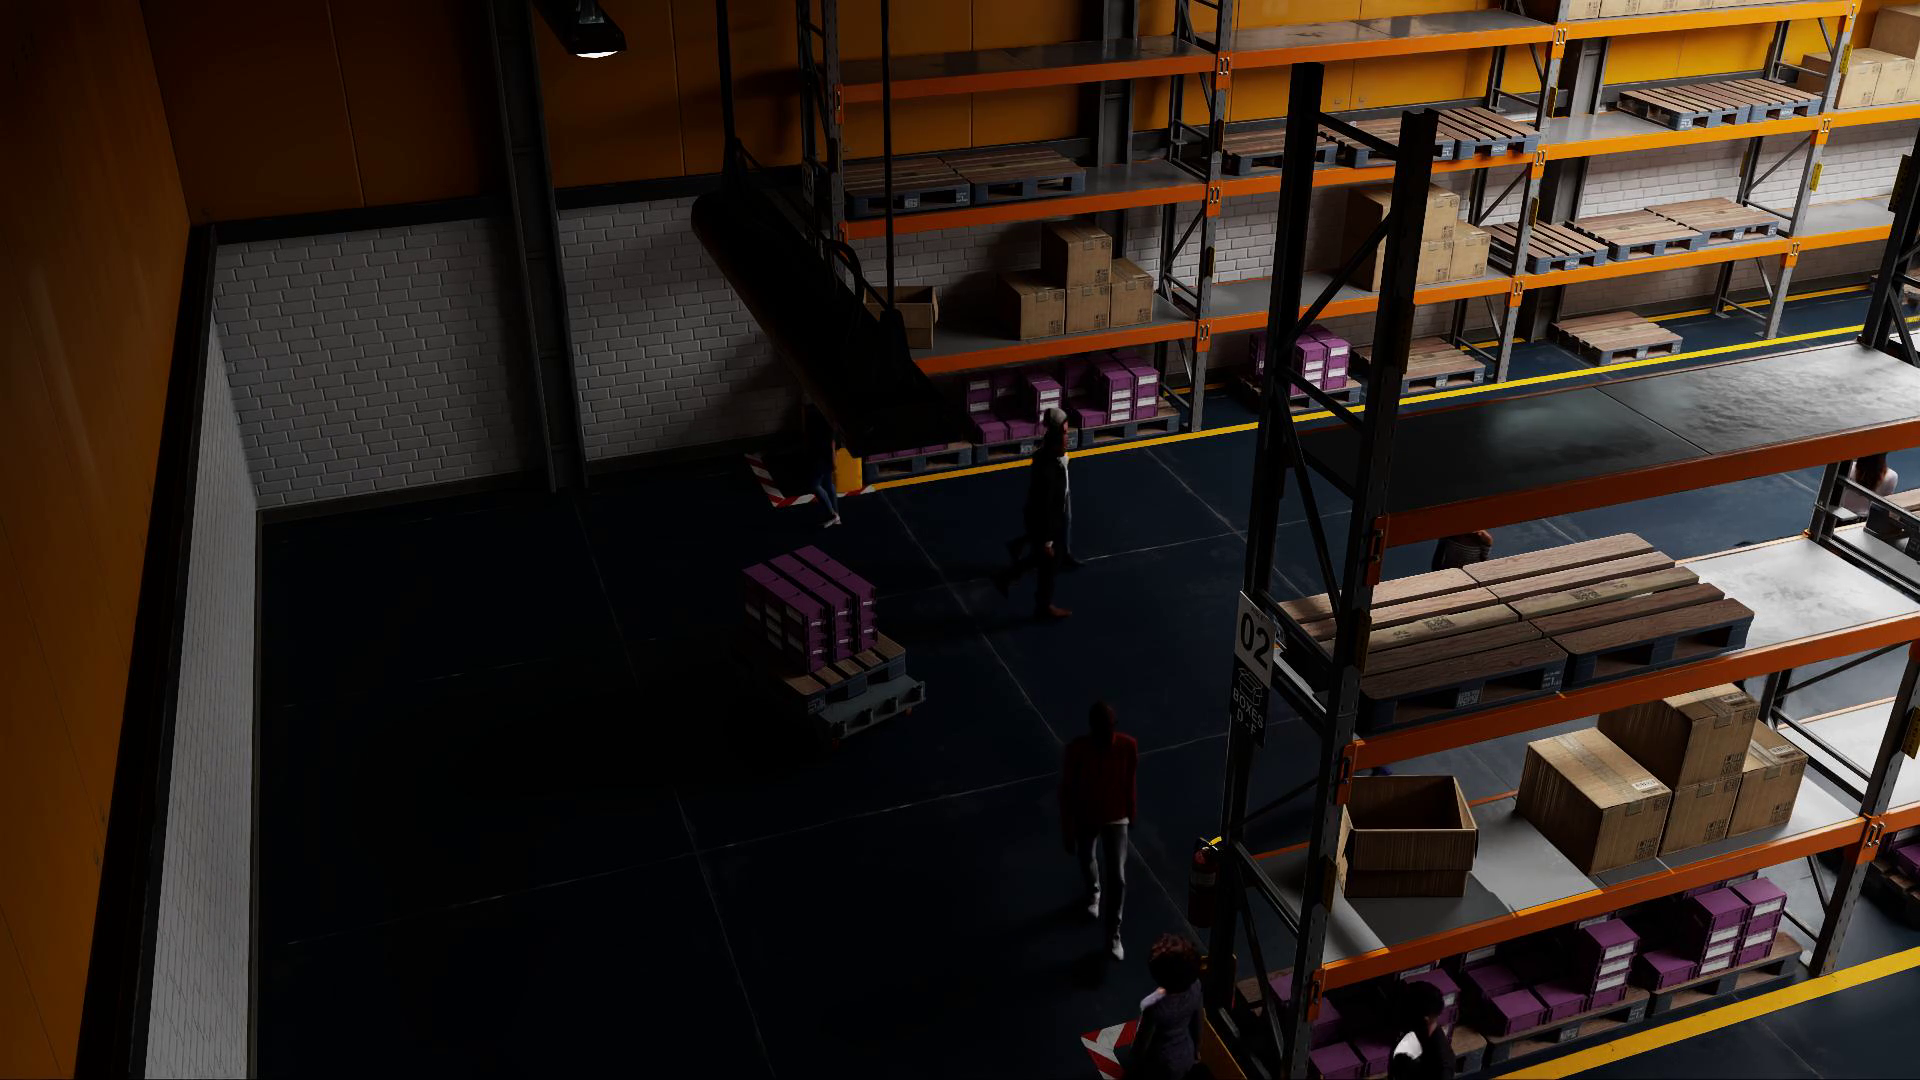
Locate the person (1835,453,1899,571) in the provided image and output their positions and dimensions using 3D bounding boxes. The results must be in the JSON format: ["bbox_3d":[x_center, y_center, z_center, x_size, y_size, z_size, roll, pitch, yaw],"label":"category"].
[{"bbox_3d":[7.878,-0.177,14.717,0.771,1.679,0.851,10,30,17],"label":"person"}]

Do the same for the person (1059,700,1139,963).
[{"bbox_3d":[0.906,1.765,11.036,1.097,1.794,1.004,2,29,4],"label":"person"}]

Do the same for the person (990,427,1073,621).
[{"bbox_3d":[0.642,-0.129,14.416,1.083,1.883,0.933,-3,29,-5],"label":"person"}]

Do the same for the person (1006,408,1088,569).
[{"bbox_3d":[0.798,-0.442,15.257,1.060,1.627,0.806,0,29,0],"label":"person"}]

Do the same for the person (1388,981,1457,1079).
[{"bbox_3d":[2.477,3.058,8.670,1.188,1.790,0.773,-6,29,-11],"label":"person"}]

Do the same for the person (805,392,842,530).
[{"bbox_3d":[-1.235,-0.866,16.054,0.632,1.607,0.603,-7,29,-13],"label":"person"}]

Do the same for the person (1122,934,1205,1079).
[{"bbox_3d":[1.188,2.897,9.057,0.695,1.702,0.776,-20,34,-32],"label":"person"}]
